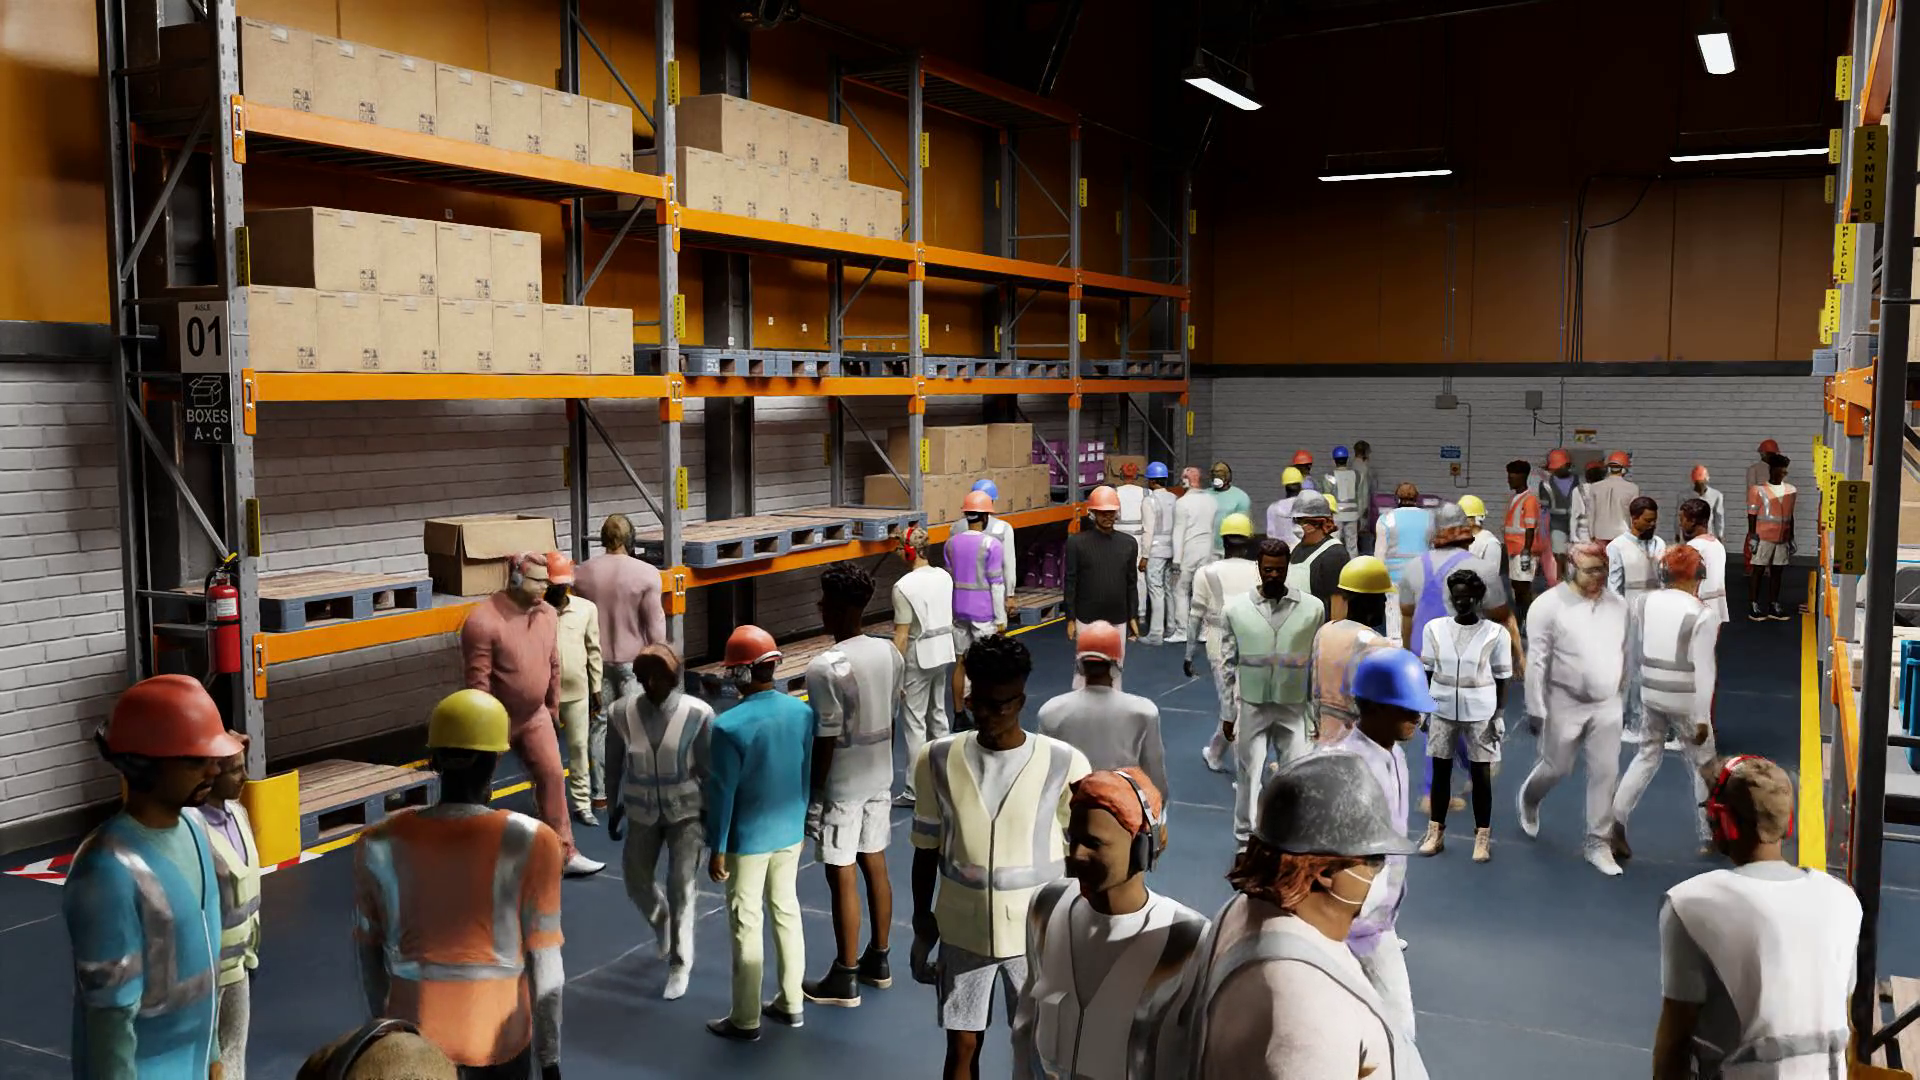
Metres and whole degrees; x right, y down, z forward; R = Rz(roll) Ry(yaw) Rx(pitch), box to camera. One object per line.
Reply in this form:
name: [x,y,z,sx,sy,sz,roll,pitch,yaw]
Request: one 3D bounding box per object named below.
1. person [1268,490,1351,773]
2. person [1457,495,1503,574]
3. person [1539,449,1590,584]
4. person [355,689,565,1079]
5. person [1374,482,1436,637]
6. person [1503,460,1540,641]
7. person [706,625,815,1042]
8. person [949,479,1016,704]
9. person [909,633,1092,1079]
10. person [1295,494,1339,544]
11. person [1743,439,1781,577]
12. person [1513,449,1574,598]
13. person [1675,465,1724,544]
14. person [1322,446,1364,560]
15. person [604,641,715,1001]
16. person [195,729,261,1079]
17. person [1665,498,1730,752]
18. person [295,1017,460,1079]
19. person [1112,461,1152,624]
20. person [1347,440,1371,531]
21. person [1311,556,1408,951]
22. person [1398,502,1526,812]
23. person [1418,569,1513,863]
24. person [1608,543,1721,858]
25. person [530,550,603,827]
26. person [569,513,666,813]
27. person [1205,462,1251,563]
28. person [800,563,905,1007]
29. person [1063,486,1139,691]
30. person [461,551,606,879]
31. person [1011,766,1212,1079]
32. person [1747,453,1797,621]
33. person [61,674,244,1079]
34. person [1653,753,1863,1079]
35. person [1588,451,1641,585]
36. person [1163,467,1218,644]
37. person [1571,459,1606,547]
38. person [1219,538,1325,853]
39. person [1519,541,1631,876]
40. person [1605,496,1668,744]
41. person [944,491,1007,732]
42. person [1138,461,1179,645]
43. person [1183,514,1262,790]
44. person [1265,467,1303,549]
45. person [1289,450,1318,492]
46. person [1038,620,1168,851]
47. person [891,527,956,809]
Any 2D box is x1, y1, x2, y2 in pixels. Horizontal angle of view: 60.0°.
person: [2.390,0.665,11.517,0.539,2.000,0.689,-2,6,-17]
person: [4.348,0.527,14.188,0.404,1.824,0.587,-2,6,-20]
person: [7.556,-0.149,20.704,0.694,1.986,0.993,2,6,18]
person: [-1.410,1.367,4.791,0.604,1.879,0.907,0,5,-3]
person: [4.215,0.370,15.757,0.634,1.841,0.429,0,5,-3]
person: [6.056,0.107,17.975,0.363,1.957,0.605,0,5,2]
person: [-0.864,1.229,7.059,0.354,1.741,0.568,4,7,38]
person: [0.197,0.451,14.315,0.605,1.949,0.400,2,6,23]
person: [0.129,1.270,5.416,0.612,1.962,0.363,1,5,11]
person: [3.332,0.430,15.707,0.559,1.729,0.370,-4,7,-39]
person: [11.520,-0.449,23.815,0.613,1.985,0.412,-2,6,-24]
person: [7.355,-0.218,21.025,0.717,2.000,0.977,-4,7,-39]
person: [9.513,-0.106,21.407,0.583,1.733,0.420,2,6,25]
person: [5.123,-0.290,22.336,0.602,1.939,0.401,-1,5,-11]
person: [-1.339,1.240,7.583,0.530,1.618,0.516,0,5,3]
person: [-2.462,1.431,5.474,0.315,1.630,0.516,0,5,-2]
person: [5.559,0.640,12.519,0.401,1.908,0.597,5,7,42]
person: [-0.796,1.583,2.249,0.367,1.932,0.632,2,6,22]
person: [1.946,0.032,19.163,0.581,1.882,0.339,-1,5,-6]
person: [5.966,-0.524,24.866,0.375,1.938,0.631,-1,5,-7]
person: [1.948,1.036,8.133,0.367,1.927,0.587,-2,6,-22]
person: [3.336,0.724,10.891,1.014,2.000,0.782,-3,6,-33]
person: [2.912,1.010,9.636,0.535,1.697,0.318,3,6,29]
person: [4.122,0.933,9.653,0.924,1.851,0.577,-3,6,-28]
person: [-2.480,0.928,10.296,0.570,1.740,0.354,-3,6,-30]
person: [-2.190,0.794,10.686,0.635,1.936,0.354,1,5,11]
person: [2.856,0.111,18.084,0.628,1.930,0.358,4,6,35]
person: [-0.496,1.081,7.440,0.367,1.966,0.607,3,6,32]
person: [1.078,0.584,12.640,0.609,1.995,0.376,-2,6,-17]
person: [-2.457,0.981,9.200,0.870,1.846,0.674,4,7,35]
person: [0.349,1.456,3.861,0.573,1.880,0.353,4,7,39]
person: [9.499,-0.031,19.445,0.603,1.959,0.374,-1,5,-11]
person: [-2.019,1.348,4.241,0.426,2.033,0.608,0,5,-3]
person: [1.974,1.459,4.145,0.638,1.819,0.491,-2,6,-19]
person: [7.681,-0.049,19.511,0.618,1.986,0.408,5,7,43]
person: [2.430,0.172,17.637,0.687,1.900,0.492,-5,7,-41]
person: [7.756,-0.067,20.390,0.606,1.859,0.543,0,5,0]
person: [1.748,0.935,9.345,0.584,1.911,0.391,0,5,3]
person: [3.552,0.926,9.622,0.647,1.880,0.813,-1,5,-8]
person: [5.208,0.609,12.852,0.603,1.906,0.399,-3,6,-30]
person: [0.135,0.576,13.101,0.551,1.928,0.401,4,7,40]
person: [2.106,0.141,17.651,0.406,1.947,0.606,5,7,44]
person: [1.868,0.760,11.466,0.606,1.865,0.991,-1,5,-14]
person: [3.453,0.203,17.160,0.610,1.911,0.539,0,5,2]
person: [4.356,-0.155,21.112,0.377,1.895,0.552,1,5,12]
person: [0.612,1.215,7.340,0.563,1.725,0.849,2,6,23]
person: [-0.239,0.833,10.817,0.398,1.836,0.563,4,6,35]
